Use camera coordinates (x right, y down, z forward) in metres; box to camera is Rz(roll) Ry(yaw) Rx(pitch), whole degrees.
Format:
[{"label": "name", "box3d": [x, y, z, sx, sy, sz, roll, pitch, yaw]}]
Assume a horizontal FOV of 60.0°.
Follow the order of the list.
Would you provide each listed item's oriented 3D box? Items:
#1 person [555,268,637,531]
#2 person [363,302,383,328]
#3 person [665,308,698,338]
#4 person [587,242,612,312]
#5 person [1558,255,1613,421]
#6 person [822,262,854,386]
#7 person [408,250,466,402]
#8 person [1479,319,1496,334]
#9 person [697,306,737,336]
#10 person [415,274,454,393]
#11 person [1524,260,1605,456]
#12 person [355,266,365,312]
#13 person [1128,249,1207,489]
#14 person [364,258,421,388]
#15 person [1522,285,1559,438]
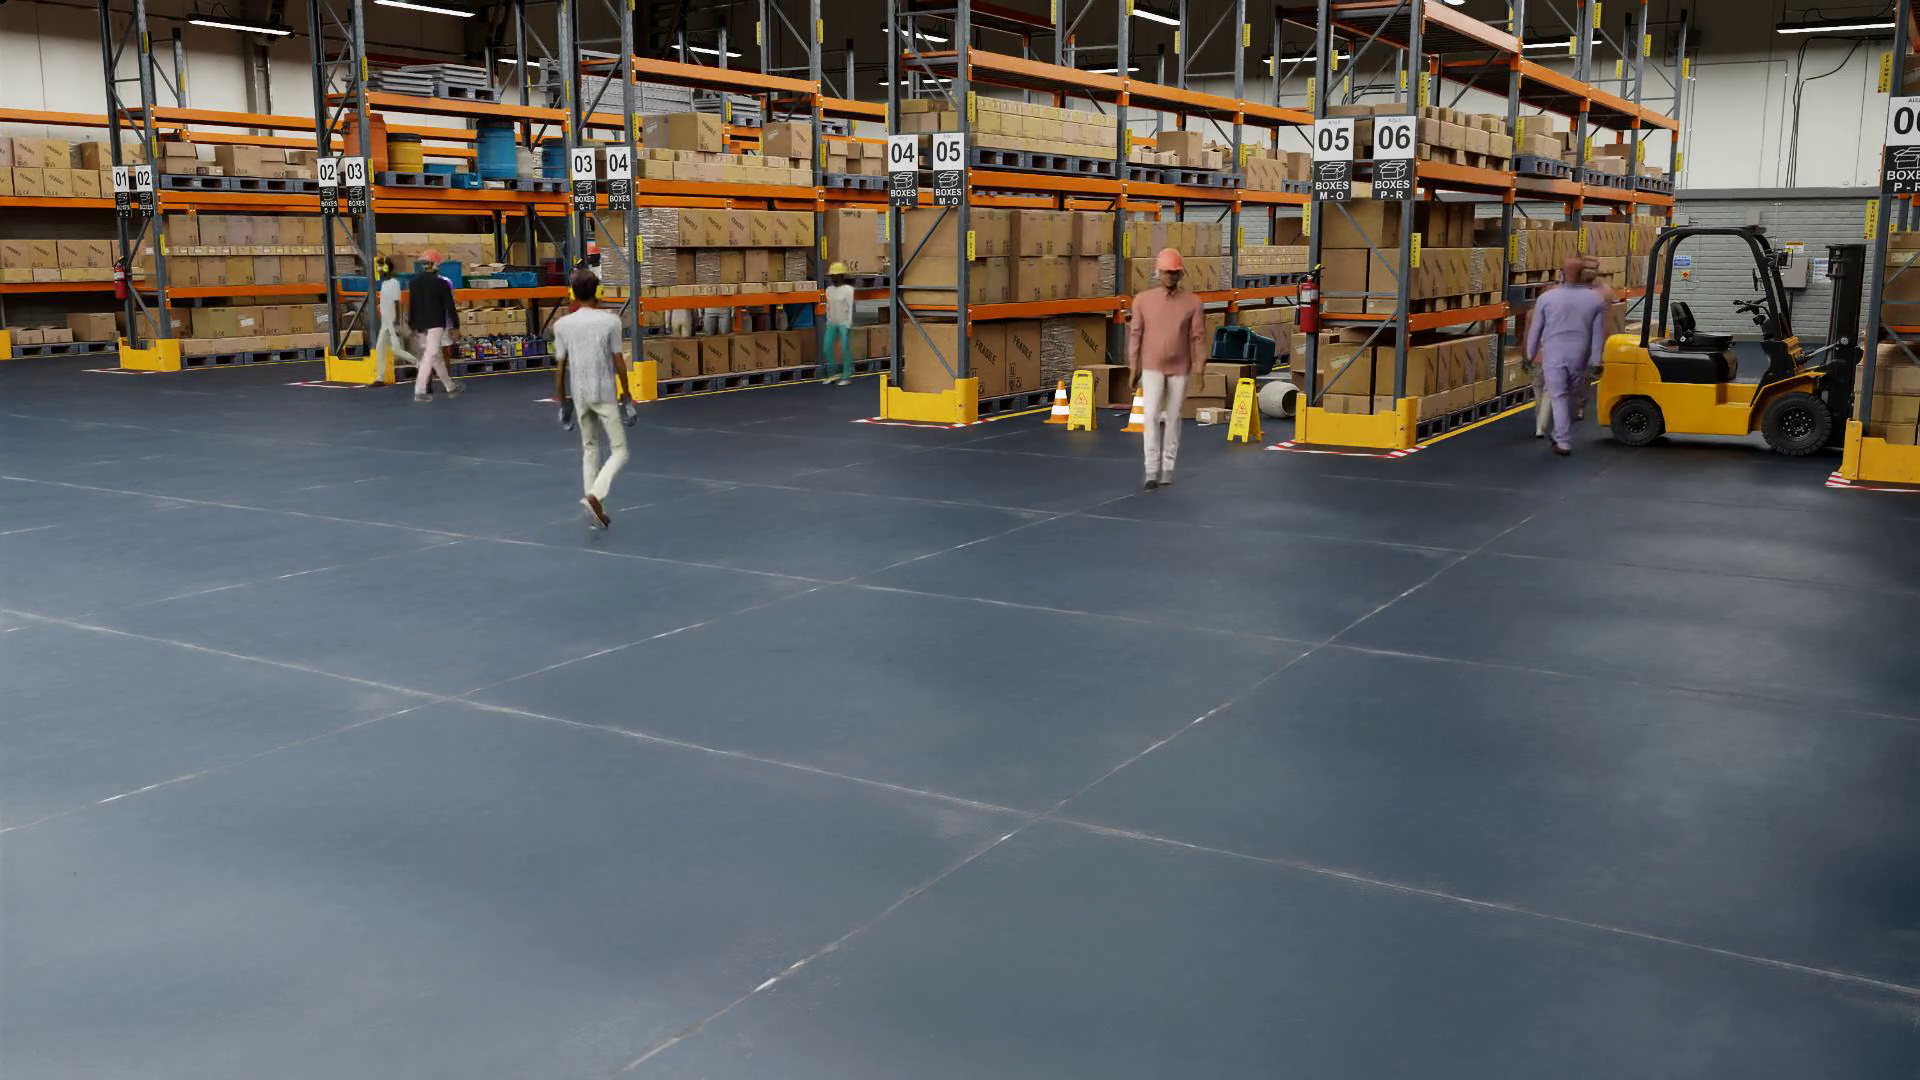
[{"label": "person", "box3d": [-2.559, -0.965, 11.621, 0.587, 1.855, 0.597, 2, 10, 13]}, {"label": "person", "box3d": [-9.215, -3.450, 26.210, 0.525, 1.609, 0.617, 8, 13, 38]}, {"label": "person", "box3d": [-4.272, -3.310, 25.470, 0.481, 1.594, 0.794, 1, 10, 7]}, {"label": "person", "box3d": [-5.654, -3.610, 25.910, 0.609, 2.040, 0.395, 6, 12, 32]}, {"label": "person", "box3d": [7.136, -2.315, 19.131, 0.670, 1.886, 0.581, 3, 11, 17]}, {"label": "person", "box3d": [-1.740, -3.043, 23.563, 0.526, 1.751, 0.523, 6, 12, 32]}, {"label": "person", "box3d": [-6.739, -2.757, 21.417, 0.646, 1.934, 1.051, 5, 11, 25]}, {"label": "person", "box3d": [10.429, -4.782, 32.816, 0.568, 1.919, 0.463, -1, 10, -6]}, {"label": "person", "box3d": [-3.686, -3.440, 25.274, 0.625, 1.931, 0.368, 0, 10, 0]}, {"label": "person", "box3d": [-7.122, -2.946, 22.524, 0.540, 1.930, 0.384, -3, 10, -14]}, {"label": "person", "box3d": [5.832, -1.769, 16.119, 0.643, 1.854, 1.006, 0, 10, 1]}, {"label": "person", "box3d": [-11.372, -4.431, 31.763, 0.524, 1.578, 0.871, 6, 12, 31]}, {"label": "person", "box3d": [1.713, -1.393, 13.696, 0.647, 1.960, 0.905, 1, 10, 4]}, {"label": "person", "box3d": [-7.989, -3.067, 23.483, 0.857, 1.830, 0.546, -9, 14, -42]}, {"label": "person", "box3d": [6.181, -1.875, 17.448, 0.528, 1.588, 0.884, 6, 12, 29]}]
